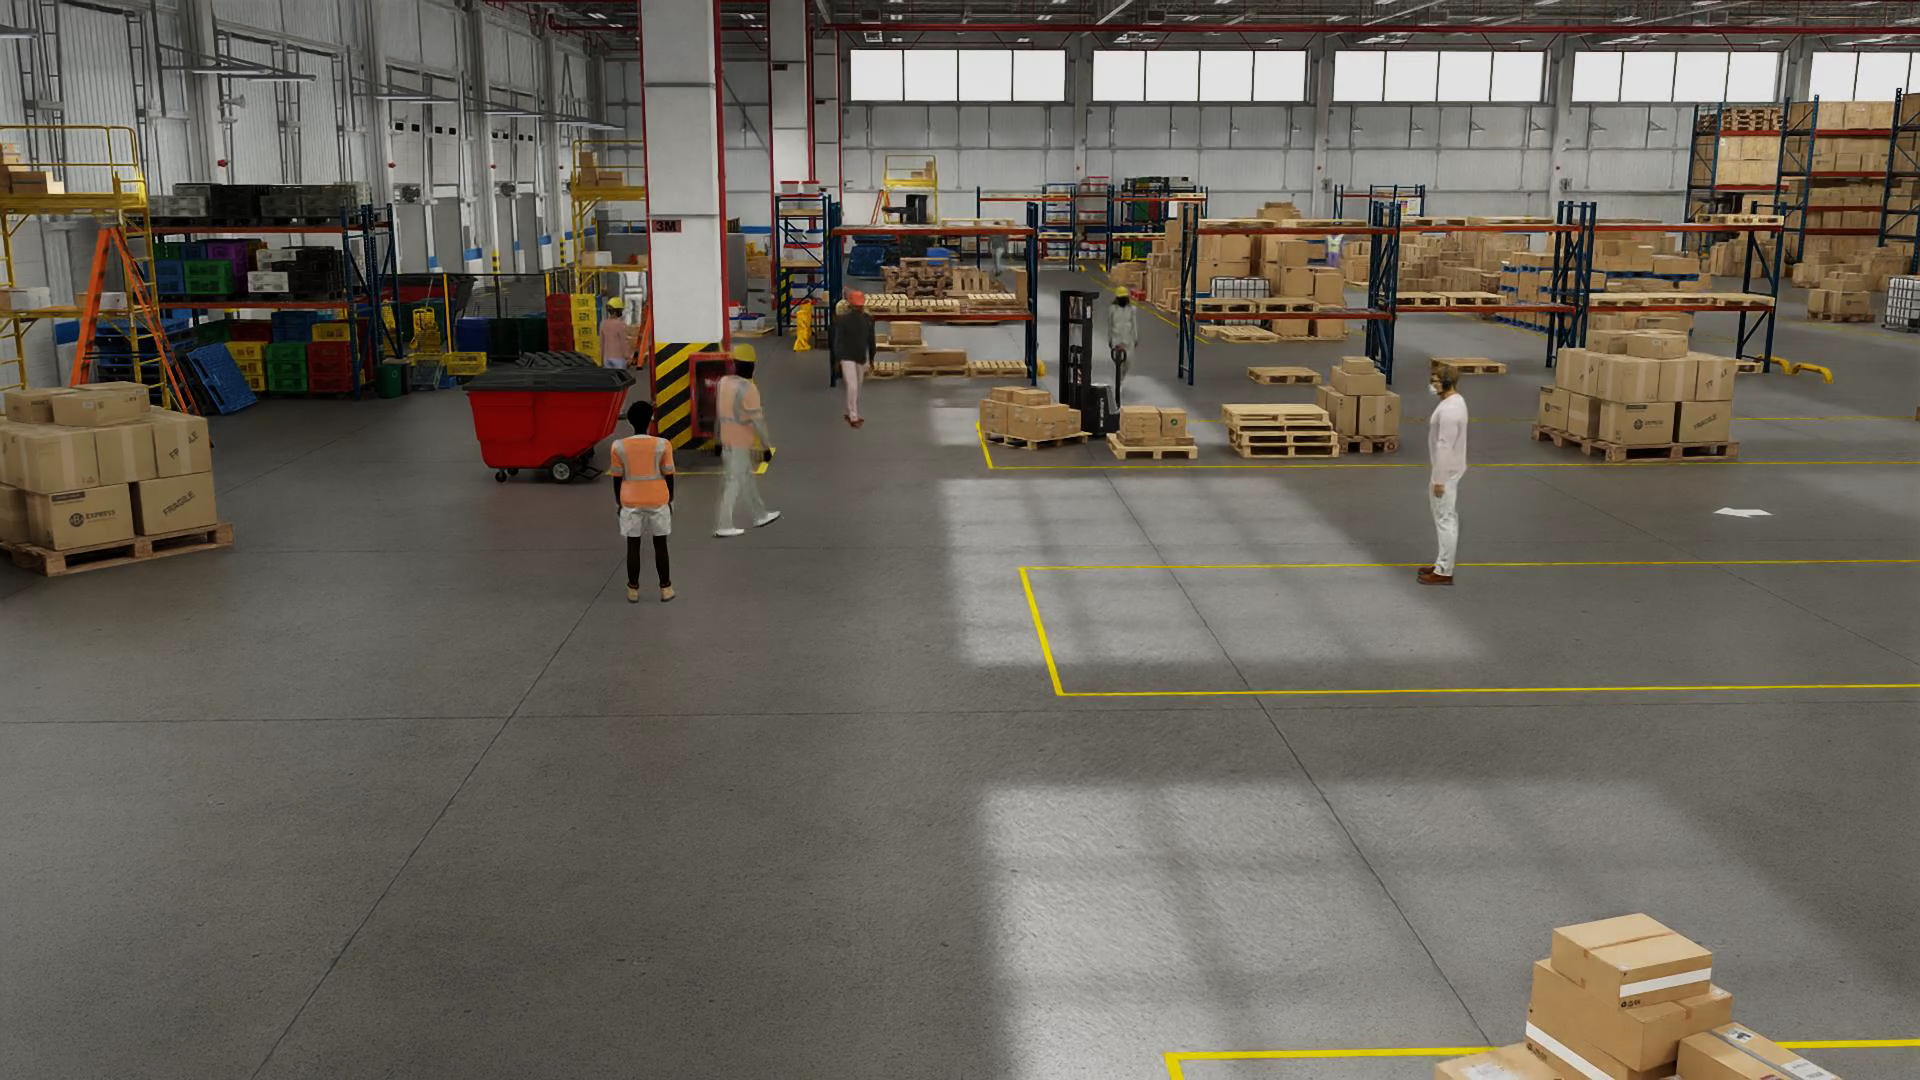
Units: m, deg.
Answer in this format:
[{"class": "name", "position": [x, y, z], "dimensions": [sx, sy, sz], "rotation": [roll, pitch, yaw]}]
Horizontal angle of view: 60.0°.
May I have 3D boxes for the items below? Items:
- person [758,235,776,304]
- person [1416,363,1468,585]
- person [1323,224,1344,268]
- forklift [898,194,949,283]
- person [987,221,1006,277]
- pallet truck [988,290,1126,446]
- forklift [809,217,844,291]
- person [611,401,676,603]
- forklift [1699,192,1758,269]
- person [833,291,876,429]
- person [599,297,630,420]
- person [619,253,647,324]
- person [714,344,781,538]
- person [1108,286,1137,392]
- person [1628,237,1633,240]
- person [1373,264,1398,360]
[{"class": "person", "position": [-5.014, -7.345, 45.168], "dimensions": [1.034, 1.887, 0.654], "rotation": [7, 14, 28]}, {"class": "person", "position": [4.211, -0.572, 14.463], "dimensions": [0.366, 1.932, 0.633], "rotation": [5, 13, 20]}, {"class": "person", "position": [12.094, -9.303, 53.956], "dimensions": [0.624, 1.896, 0.553], "rotation": [6, 14, 25]}, {"class": "forklift", "position": [-1.391, -9.790, 53.922], "dimensions": [1.873, 2.768, 1.129], "rotation": [-7, 14, -28]}, {"class": "person", "position": [1.290, -10.045, 57.305], "dimensions": [0.673, 1.907, 0.773], "rotation": [4, 13, 18]}, {"class": "pallet truck", "position": [1.257, -2.299, 22.111], "dimensions": [1.885, 1.965, 0.823], "rotation": [-9, 15, -35]}, {"class": "forklift", "position": [-4.375, -8.619, 48.637], "dimensions": [1.873, 2.768, 1.129], "rotation": [0, 12, -2]}, {"class": "person", "position": [-2.618, -0.309, 13.814], "dimensions": [0.532, 1.696, 0.319], "rotation": [-1, 13, -7]}, {"class": "forklift", "position": [27.947, -11.204, 60.305], "dimensions": [1.873, 2.768, 1.129], "rotation": [0, 12, -2]}, {"class": "person", "position": [-1.519, -2.552, 23.435], "dimensions": [0.624, 1.935, 0.794], "rotation": [-8, 15, -34]}, {"class": "person", "position": [-4.990, -2.637, 24.168], "dimensions": [0.532, 1.765, 0.328], "rotation": [8, 15, 33]}, {"class": "person", "position": [-6.898, -5.112, 35.099], "dimensions": [0.607, 1.869, 0.571], "rotation": [-2, 13, -9]}, {"class": "person", "position": [-2.071, -0.992, 16.443], "dimensions": [0.922, 1.883, 0.621], "rotation": [-10, 16, -39]}, {"class": "person", "position": [2.649, -3.302, 27.249], "dimensions": [0.485, 1.735, 0.514], "rotation": [-1, 13, -5]}, {"class": "person", "position": [17.395, -6.943, 43.356], "dimensions": [0.565, 1.881, 1.012], "rotation": [-2, 13, -8]}, {"class": "person", "position": [8.083, -4.323, 31.597], "dimensions": [0.516, 1.843, 0.327], "rotation": [-5, 14, -22]}]
